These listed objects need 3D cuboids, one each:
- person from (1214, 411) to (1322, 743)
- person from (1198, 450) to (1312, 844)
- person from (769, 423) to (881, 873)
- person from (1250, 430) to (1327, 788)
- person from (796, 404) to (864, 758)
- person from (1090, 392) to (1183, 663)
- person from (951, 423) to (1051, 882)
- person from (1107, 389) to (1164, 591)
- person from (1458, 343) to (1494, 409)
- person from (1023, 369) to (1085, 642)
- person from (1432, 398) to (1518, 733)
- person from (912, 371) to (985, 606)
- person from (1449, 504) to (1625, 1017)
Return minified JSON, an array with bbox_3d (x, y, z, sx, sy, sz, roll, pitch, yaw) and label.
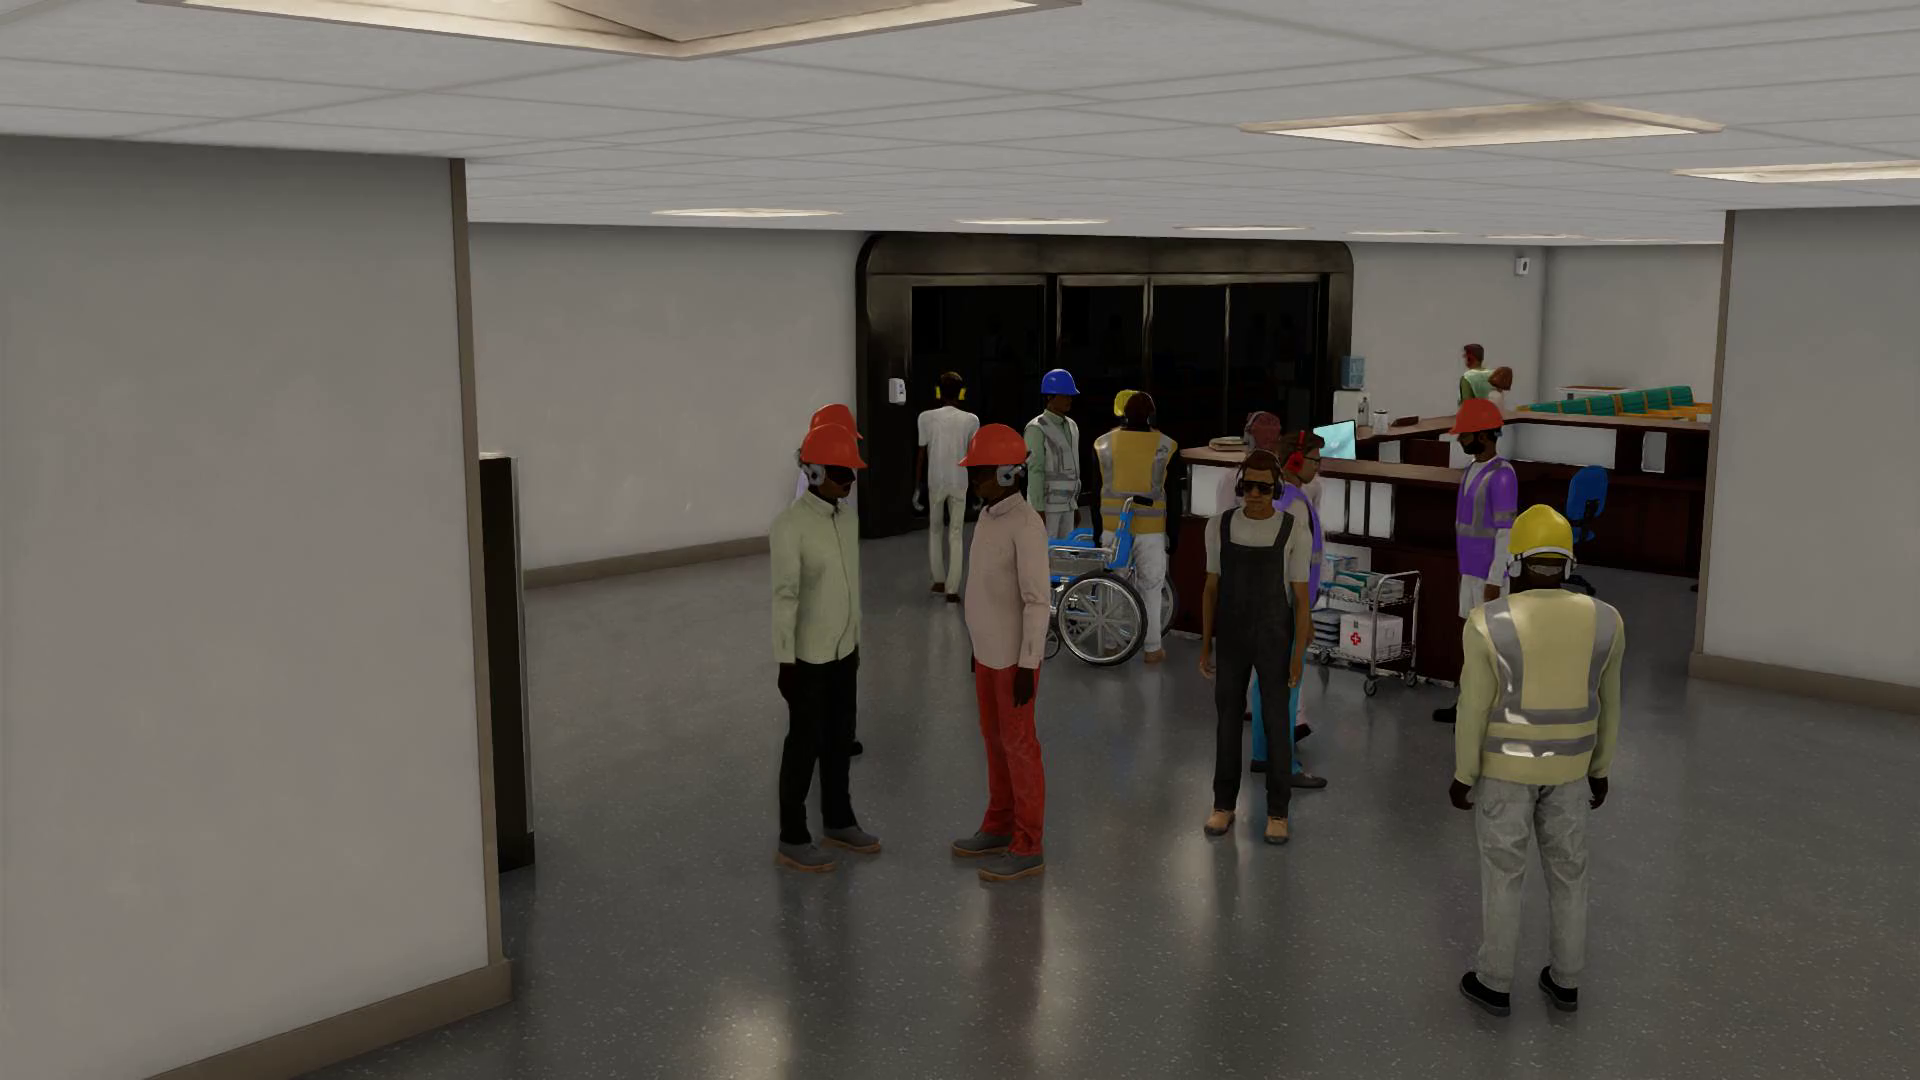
[{"bbox_3d":[1.757,0.207,9.415,0.654,1.863,0.977,-4,10,-23],"label":"person"},{"bbox_3d":[1.363,0.491,7.722,0.508,1.838,0.342,4,10,25],"label":"person"},{"bbox_3d":[-0.600,0.474,7.376,0.407,1.987,0.626,5,11,29],"label":"person"},{"bbox_3d":[1.669,0.350,8.586,0.388,1.837,0.564,-1,9,-9],"label":"person"},{"bbox_3d":[-0.710,0.218,9.127,0.389,1.928,0.549,-2,10,-14],"label":"person"},{"bbox_3d":[1.191,-0.078,11.237,0.631,1.835,0.429,2,10,14],"label":"person"},{"bbox_3d":[0.180,0.484,7.278,0.392,1.992,0.623,-3,10,-20],"label":"person"},{"bbox_3d":[1.367,-0.350,13.275,0.893,1.697,0.533,-8,12,-40],"label":"person"},{"bbox_3d":[5.687,-1.242,18.359,0.589,1.838,0.376,-8,12,-42],"label":"person"},{"bbox_3d":[0.679,-0.255,11.954,0.387,1.948,0.605,6,11,31],"label":"person"},{"bbox_3d":[2.952,0.157,9.482,0.384,1.930,0.547,-1,9,-3],"label":"person"},{"bbox_3d":[-0.088,-0.425,13.314,0.574,1.840,0.760,0,9,1],"label":"person"},{"bbox_3d":[2.033,0.785,5.930,0.601,1.830,0.403,-1,9,-6],"label":"person"}]
